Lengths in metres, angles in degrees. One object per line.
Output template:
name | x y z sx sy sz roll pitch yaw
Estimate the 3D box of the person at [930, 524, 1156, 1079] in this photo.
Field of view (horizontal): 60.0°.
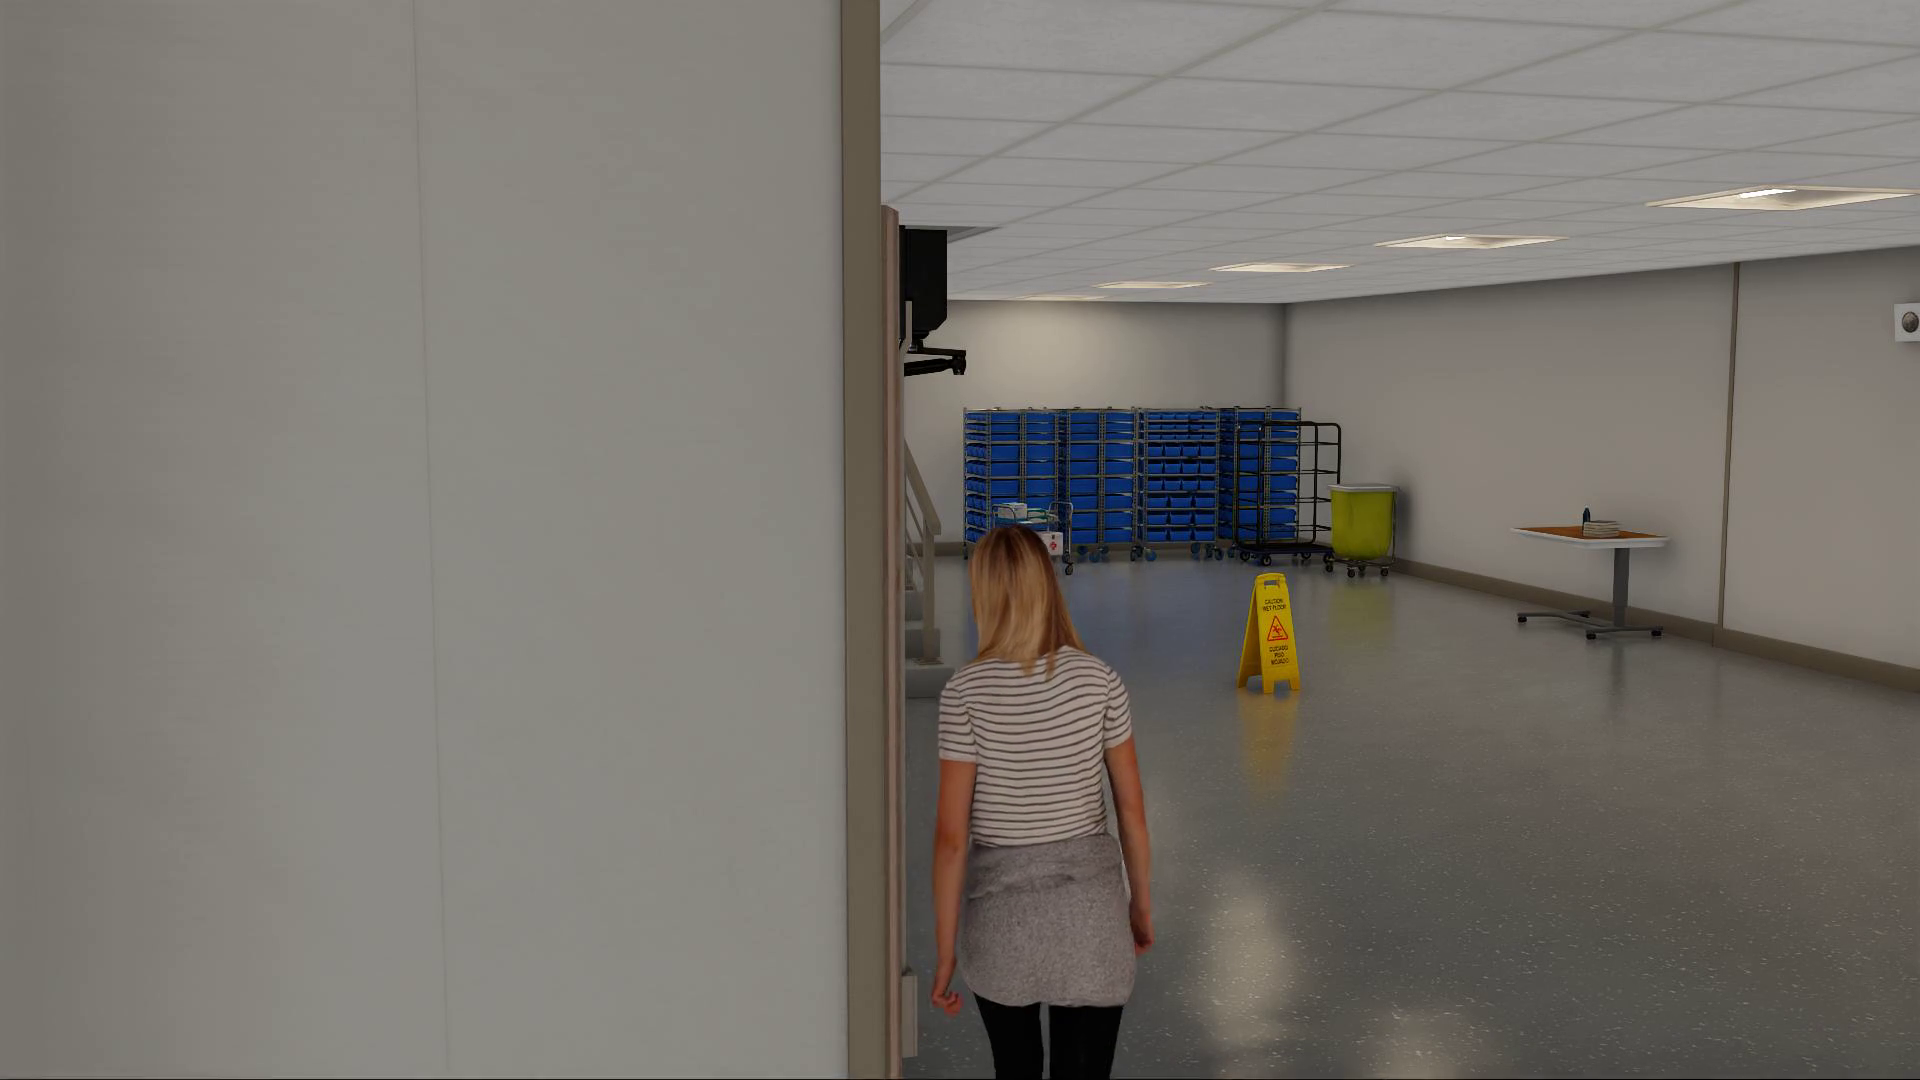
person | 0.186 0.908 3.523 0.885 1.764 1.262 0 6 2
